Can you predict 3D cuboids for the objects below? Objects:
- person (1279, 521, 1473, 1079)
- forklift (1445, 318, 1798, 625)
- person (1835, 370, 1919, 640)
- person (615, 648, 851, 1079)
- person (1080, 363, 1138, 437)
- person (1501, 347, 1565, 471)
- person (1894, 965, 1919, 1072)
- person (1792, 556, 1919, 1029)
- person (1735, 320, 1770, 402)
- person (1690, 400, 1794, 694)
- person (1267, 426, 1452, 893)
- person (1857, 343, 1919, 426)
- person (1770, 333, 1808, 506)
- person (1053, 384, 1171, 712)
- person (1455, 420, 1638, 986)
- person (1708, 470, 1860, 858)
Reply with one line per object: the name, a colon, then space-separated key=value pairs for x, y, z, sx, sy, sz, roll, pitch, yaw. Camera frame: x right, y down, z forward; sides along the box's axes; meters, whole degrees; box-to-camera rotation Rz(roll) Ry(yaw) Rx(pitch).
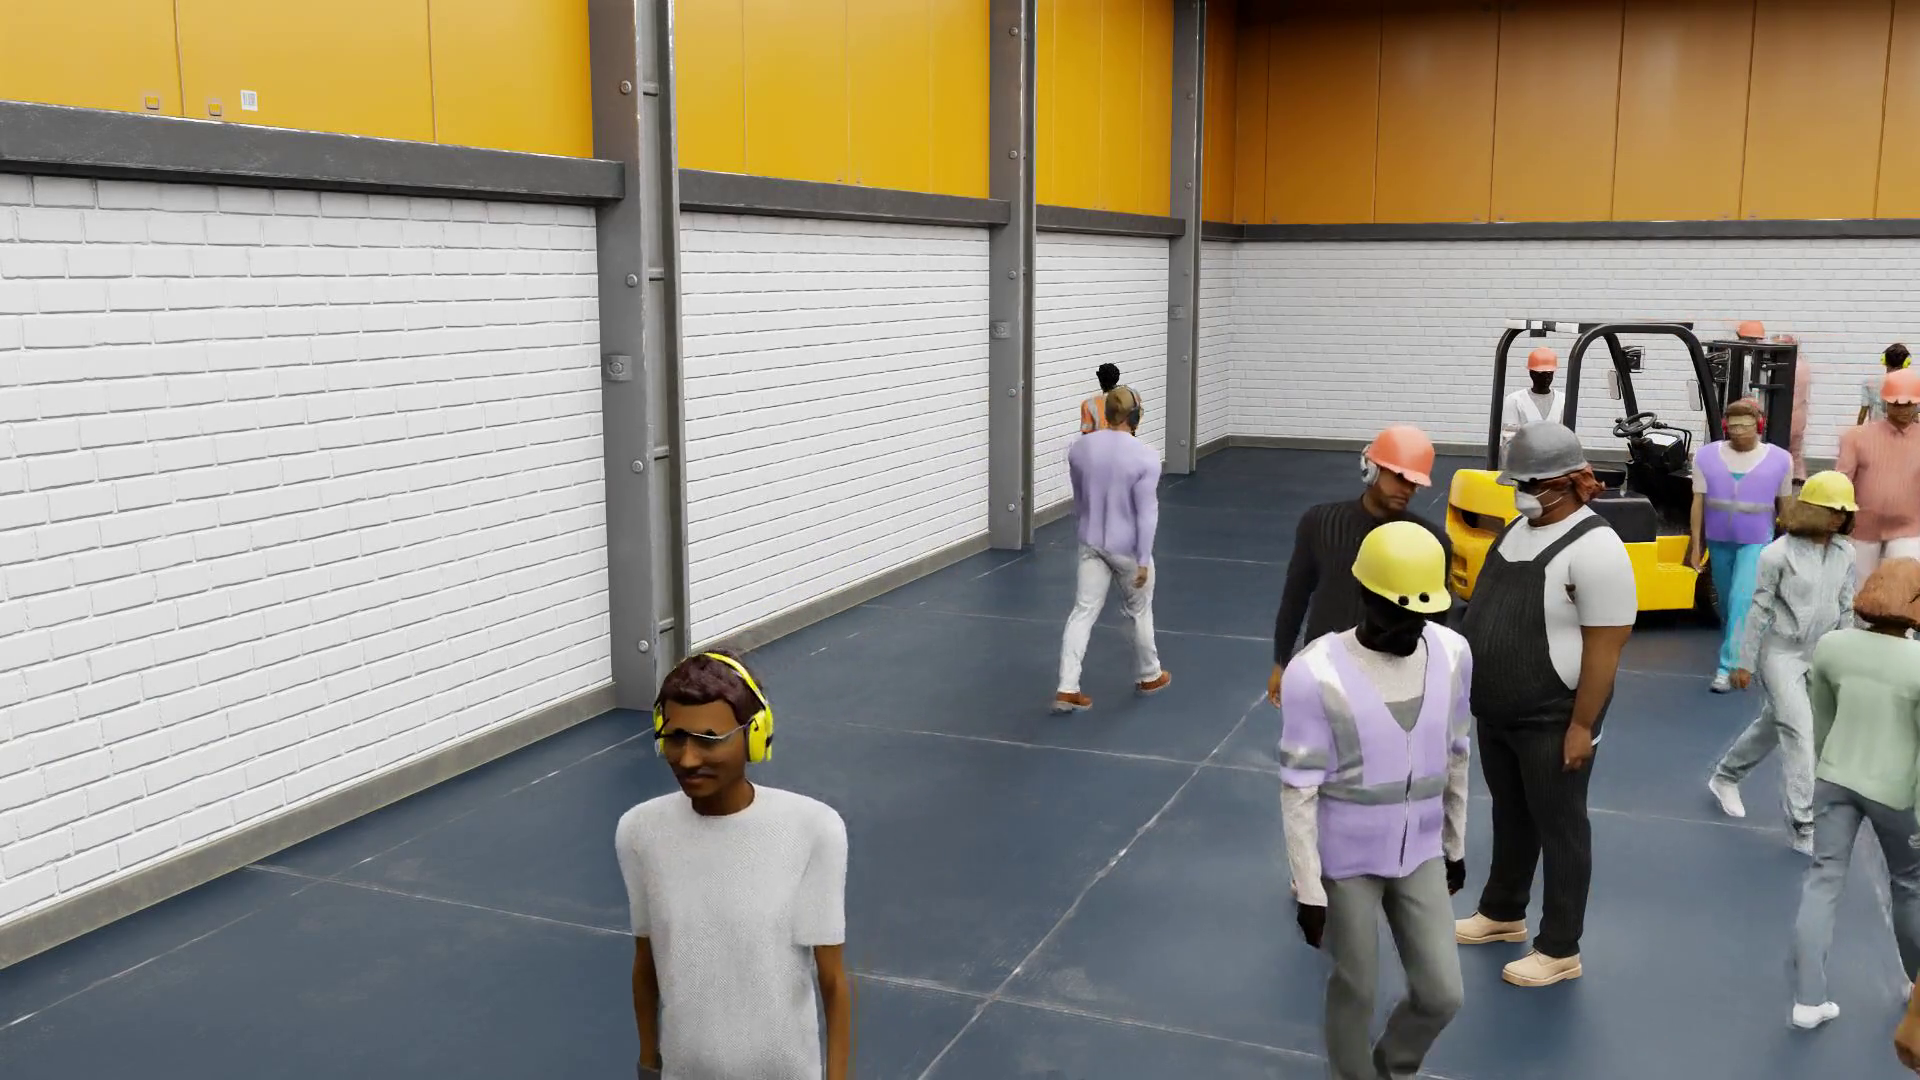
person: x=1.166 y=0.870 z=4.580 sx=0.633 sy=1.898 sz=0.449 roll=-3 pitch=10 yaw=-17
forklift: x=4.706 y=-0.497 z=11.990 sx=2.313 sy=2.155 sz=1.214 roll=-2 pitch=10 yaw=-10
person: x=5.620 y=-0.051 z=10.113 sx=0.615 sy=1.970 sz=0.854 roll=5 pitch=11 yaw=28
person: x=-0.445 y=1.105 z=3.410 sx=0.514 sy=1.832 sz=0.967 roll=1 pitch=9 yaw=4
person: x=1.345 y=-0.754 z=15.077 sx=0.532 sy=1.694 sz=0.320 roll=-1 pitch=9 yaw=-3
person: x=4.523 y=-0.542 z=13.039 sx=0.551 sy=1.936 sz=0.356 roll=0 pitch=9 yaw=-1
person: x=2.391 y=1.040 z=3.812 sx=0.540 sy=1.814 sz=0.852 roll=-1 pitch=9 yaw=-8
person: x=3.147 y=0.842 z=5.657 sx=0.815 sy=1.592 sz=0.519 roll=-6 pitch=11 yaw=-30
person: x=8.302 y=-1.365 z=17.861 sx=1.025 sy=2.006 sz=0.620 roll=7 pitch=12 yaw=38
person: x=4.814 y=0.005 z=10.256 sx=0.562 sy=1.778 sz=0.984 roll=6 pitch=11 yaw=34
person: x=1.560 y=0.525 z=6.529 sx=0.669 sy=1.966 sz=0.486 roll=3 pitch=10 yaw=18
person: x=8.581 y=-0.893 z=15.421 sx=0.530 sy=1.860 sz=0.342 roll=5 pitch=10 yaw=26
person: x=8.399 y=-1.169 z=17.031 sx=0.708 sy=1.873 sz=0.660 roll=8 pitch=12 yaw=39
person: x=0.895 y=0.040 z=9.669 sx=0.631 sy=1.894 sz=1.020 roll=6 pitch=11 yaw=34
person: x=2.050 y=0.568 z=6.002 sx=0.537 sy=2.000 sz=0.678 roll=-2 pitch=10 yaw=-13
person: x=3.700 y=0.507 z=7.453 sx=0.494 sy=1.696 sz=0.886 roll=-3 pitch=10 yaw=-19
